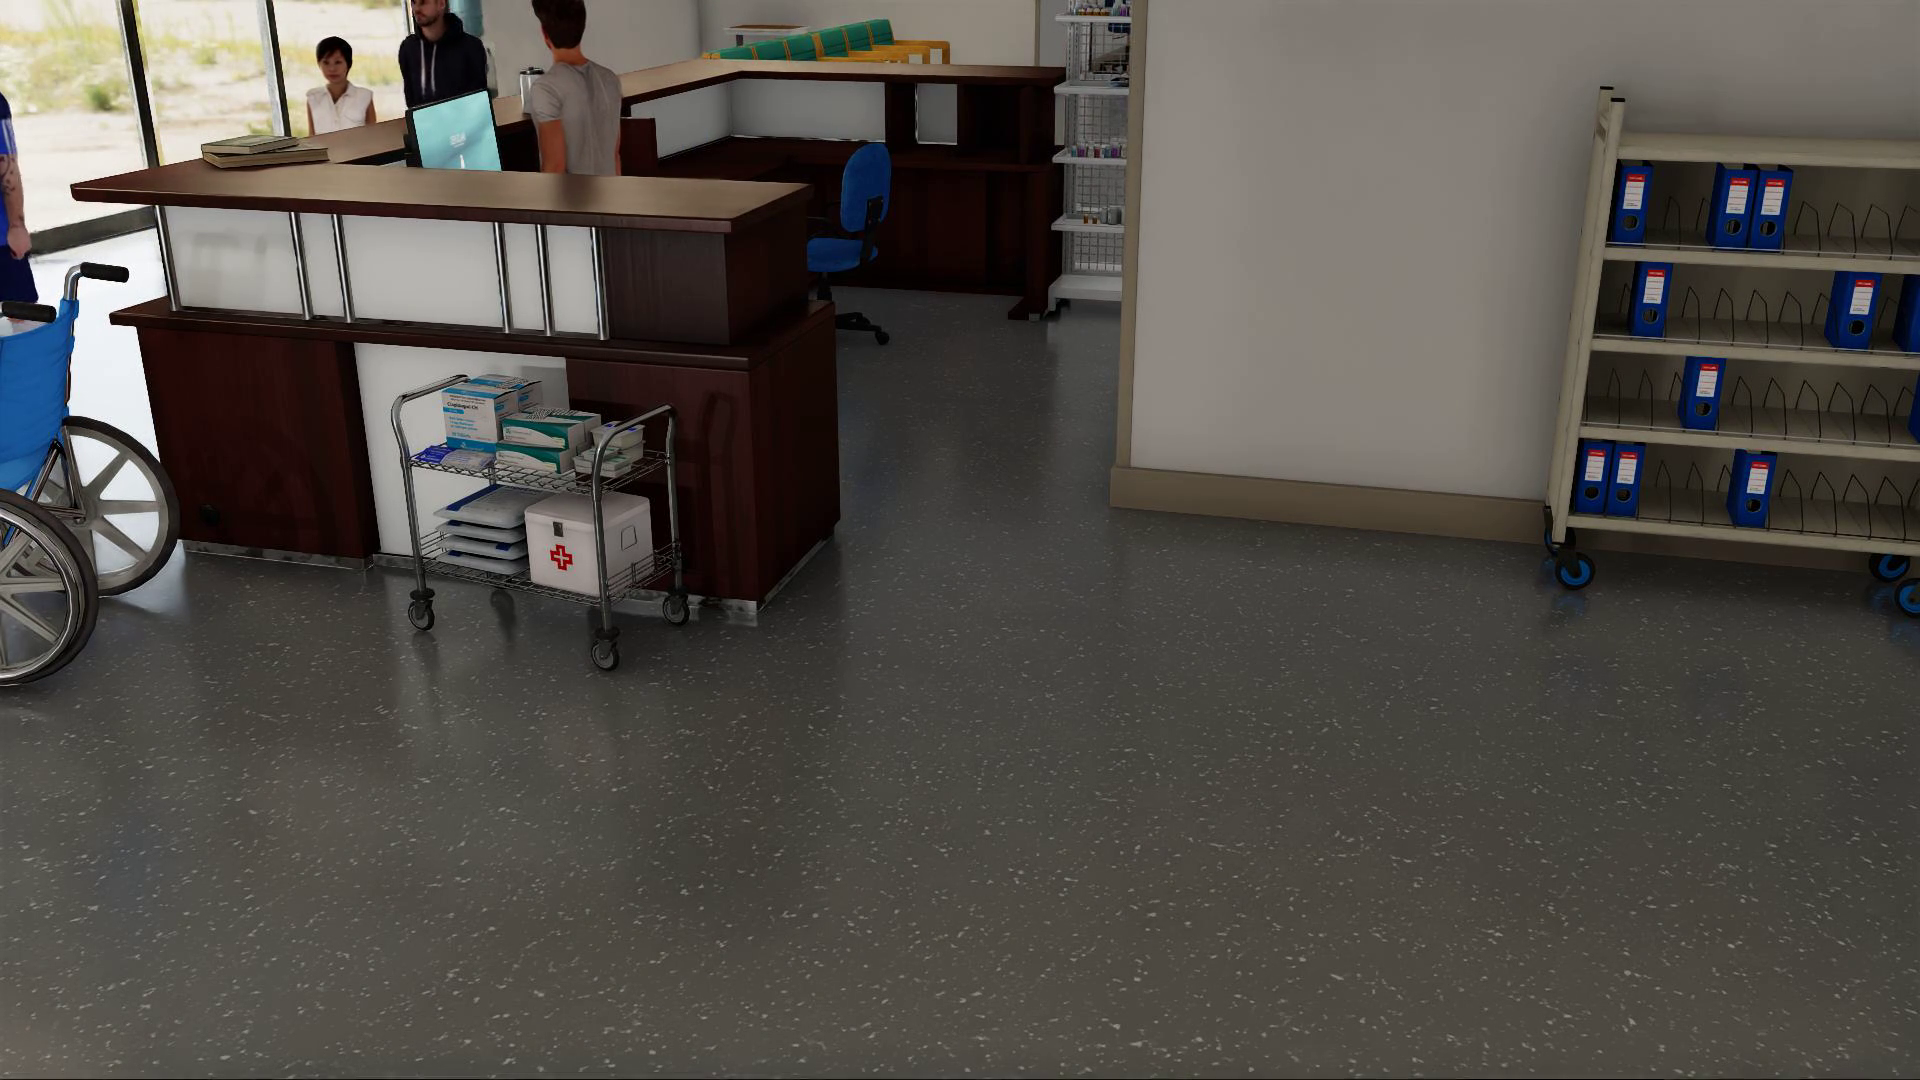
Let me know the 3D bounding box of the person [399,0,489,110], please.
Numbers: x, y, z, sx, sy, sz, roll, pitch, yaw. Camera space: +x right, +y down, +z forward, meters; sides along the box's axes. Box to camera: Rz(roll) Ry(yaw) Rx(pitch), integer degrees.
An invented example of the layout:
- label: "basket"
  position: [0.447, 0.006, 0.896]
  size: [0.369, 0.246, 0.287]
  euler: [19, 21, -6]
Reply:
- label: "person"
  position: [-2.697, -2.104, 9.073]
  size: [0.602, 1.870, 0.755]
  euler: [5, 21, 13]

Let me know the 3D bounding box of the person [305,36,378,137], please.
- label: "person"
  position: [-3.382, -1.983, 9.200]
  size: [0.569, 1.553, 0.688]
  euler: [-2, 21, -6]

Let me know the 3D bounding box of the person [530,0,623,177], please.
- label: "person"
  position: [-1.605, -1.386, 7.144]
  size: [0.653, 1.893, 0.715]
  euler: [11, 23, 27]
